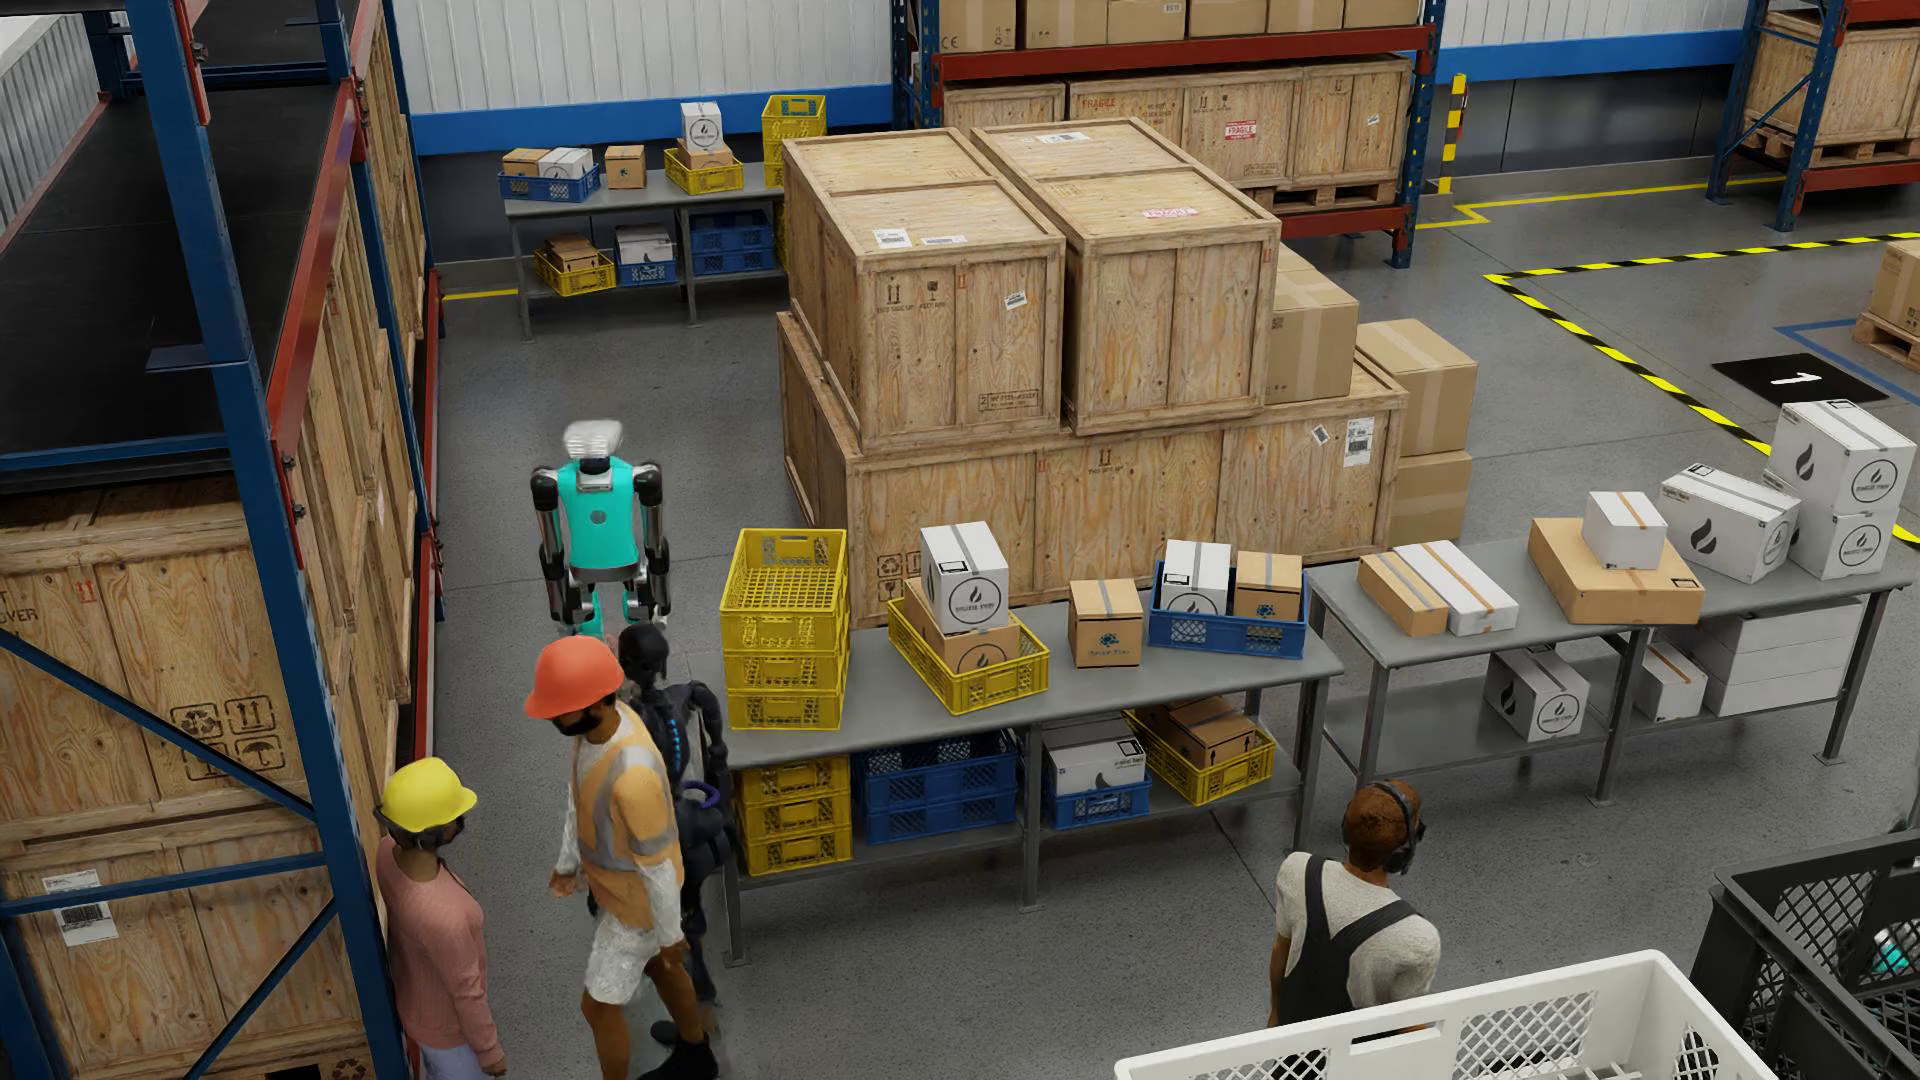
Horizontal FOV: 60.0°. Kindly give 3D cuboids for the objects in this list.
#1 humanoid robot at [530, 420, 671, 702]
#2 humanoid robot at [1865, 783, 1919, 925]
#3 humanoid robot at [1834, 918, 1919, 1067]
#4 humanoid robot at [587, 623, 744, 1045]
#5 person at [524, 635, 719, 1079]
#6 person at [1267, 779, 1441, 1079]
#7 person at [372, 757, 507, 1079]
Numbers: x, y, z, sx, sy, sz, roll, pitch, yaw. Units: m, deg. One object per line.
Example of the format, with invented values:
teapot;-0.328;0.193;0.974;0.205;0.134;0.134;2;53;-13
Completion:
humanoid robot;-1.531;0.141;7.365;0.543;1.761;0.991;-4;29;-7
humanoid robot;3.348;1.136;5.588;0.565;1.772;1.030;13;32;23
humanoid robot;2.232;1.784;4.410;1.007;1.787;0.533;-14;32;-24
humanoid robot;-1.023;1.050;5.760;0.609;1.643;0.434;-25;38;-38
person;-1.170;1.135;5.356;0.758;1.909;0.552;-11;31;-19
person;1.102;1.468;4.835;0.504;1.836;0.332;24;37;37
person;-1.522;1.405;5.024;0.337;1.760;0.527;-19;34;-30
